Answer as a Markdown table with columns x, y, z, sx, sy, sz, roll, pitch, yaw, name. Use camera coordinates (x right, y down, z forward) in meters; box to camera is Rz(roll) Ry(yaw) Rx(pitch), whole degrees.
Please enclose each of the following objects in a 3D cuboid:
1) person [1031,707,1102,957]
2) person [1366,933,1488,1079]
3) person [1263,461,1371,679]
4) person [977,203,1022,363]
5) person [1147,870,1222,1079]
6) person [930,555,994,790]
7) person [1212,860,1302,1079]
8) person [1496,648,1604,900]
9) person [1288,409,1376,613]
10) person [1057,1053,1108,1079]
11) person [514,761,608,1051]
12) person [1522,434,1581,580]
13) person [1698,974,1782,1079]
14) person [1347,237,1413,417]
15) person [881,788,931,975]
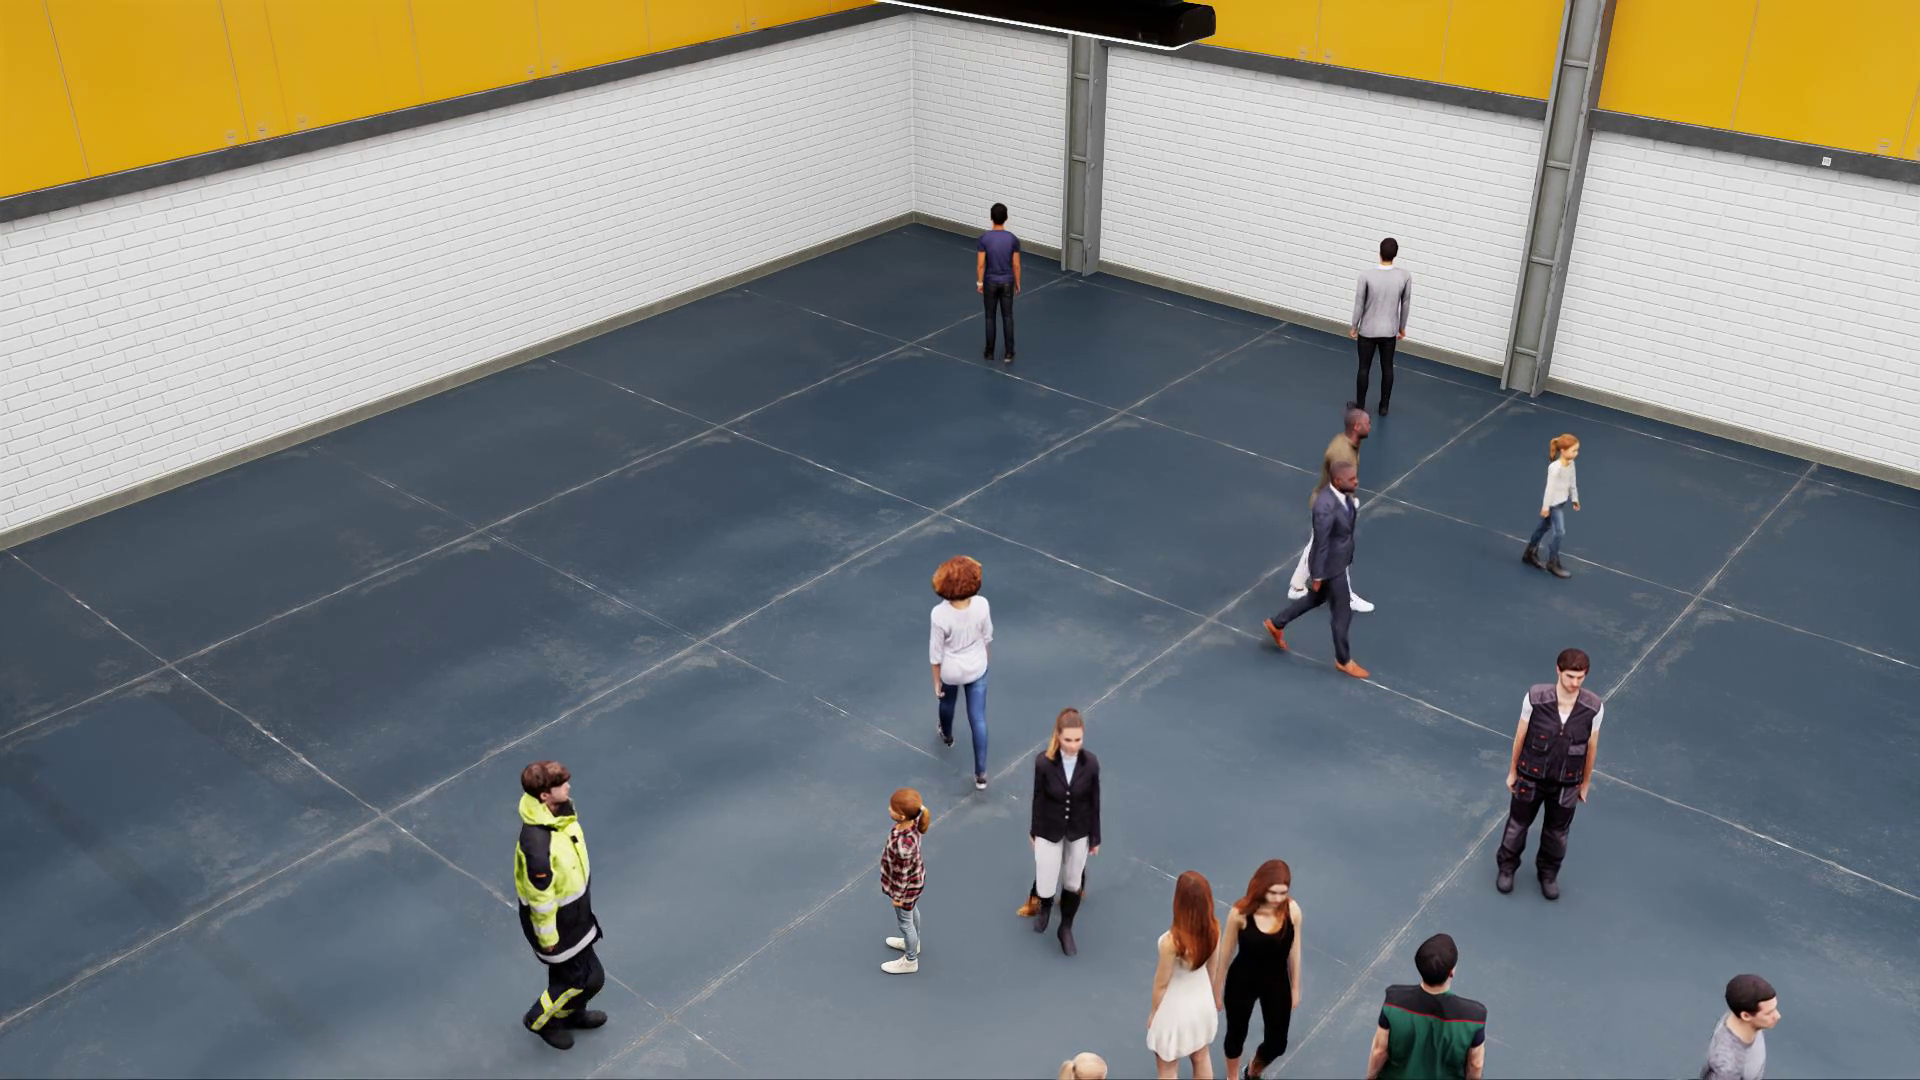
| x | y | z | sx | sy | sz | roll | pitch | yaw | name |
| --- | --- | --- | --- | --- | --- | --- | --- | --- | --- |
| 0.625 | 1.747 | 10.135 | 0.734 | 1.719 | 0.794 | -1 | 29 | -2 | person |
| 2.248 | 2.716 | 8.173 | 0.680 | 1.899 | 0.825 | 6 | 29 | 12 | person |
| 2.798 | 0.181 | 12.925 | 1.224 | 1.798 | 0.896 | 12 | 31 | 21 | person |
| 0.427 | -2.858 | 18.506 | 0.705 | 1.789 | 0.768 | -2 | 29 | -4 | person |
| 1.193 | 2.468 | 8.823 | 0.629 | 1.710 | 0.624 | -16 | 32 | -27 | person |
| 0.043 | 0.951 | 11.643 | 1.102 | 1.673 | 1.216 | -5 | 29 | -8 | person |
| 1.616 | 2.367 | 9.004 | 0.704 | 1.714 | 0.784 | 3 | 29 | 6 | person |
| 3.725 | 1.471 | 10.513 | 0.683 | 1.843 | 0.803 | 7 | 29 | 13 | person |
| 2.973 | -0.247 | 13.713 | 1.101 | 1.794 | 0.970 | 10 | 30 | 17 | person |
| 0.591 | 3.039 | 8.226 | 0.629 | 1.279 | 0.543 | -12 | 31 | -21 | person |
| -2.341 | 2.052 | 9.323 | 0.991 | 1.963 | 0.930 | -3 | 29 | -5 | person |
| 5.083 | -0.335 | 14.390 | 0.687 | 1.300 | 0.487 | 22 | 35 | 34 | person |
| 3.568 | 2.785 | 8.085 | 0.744 | 1.860 | 0.687 | 19 | 34 | 31 | person |
| 4.319 | -2.186 | 17.134 | 0.816 | 1.923 | 0.894 | 0 | 29 | -1 | person |
| -0.323 | 2.040 | 10.031 | 0.664 | 1.306 | 0.623 | 3 | 29 | 6 | person |
